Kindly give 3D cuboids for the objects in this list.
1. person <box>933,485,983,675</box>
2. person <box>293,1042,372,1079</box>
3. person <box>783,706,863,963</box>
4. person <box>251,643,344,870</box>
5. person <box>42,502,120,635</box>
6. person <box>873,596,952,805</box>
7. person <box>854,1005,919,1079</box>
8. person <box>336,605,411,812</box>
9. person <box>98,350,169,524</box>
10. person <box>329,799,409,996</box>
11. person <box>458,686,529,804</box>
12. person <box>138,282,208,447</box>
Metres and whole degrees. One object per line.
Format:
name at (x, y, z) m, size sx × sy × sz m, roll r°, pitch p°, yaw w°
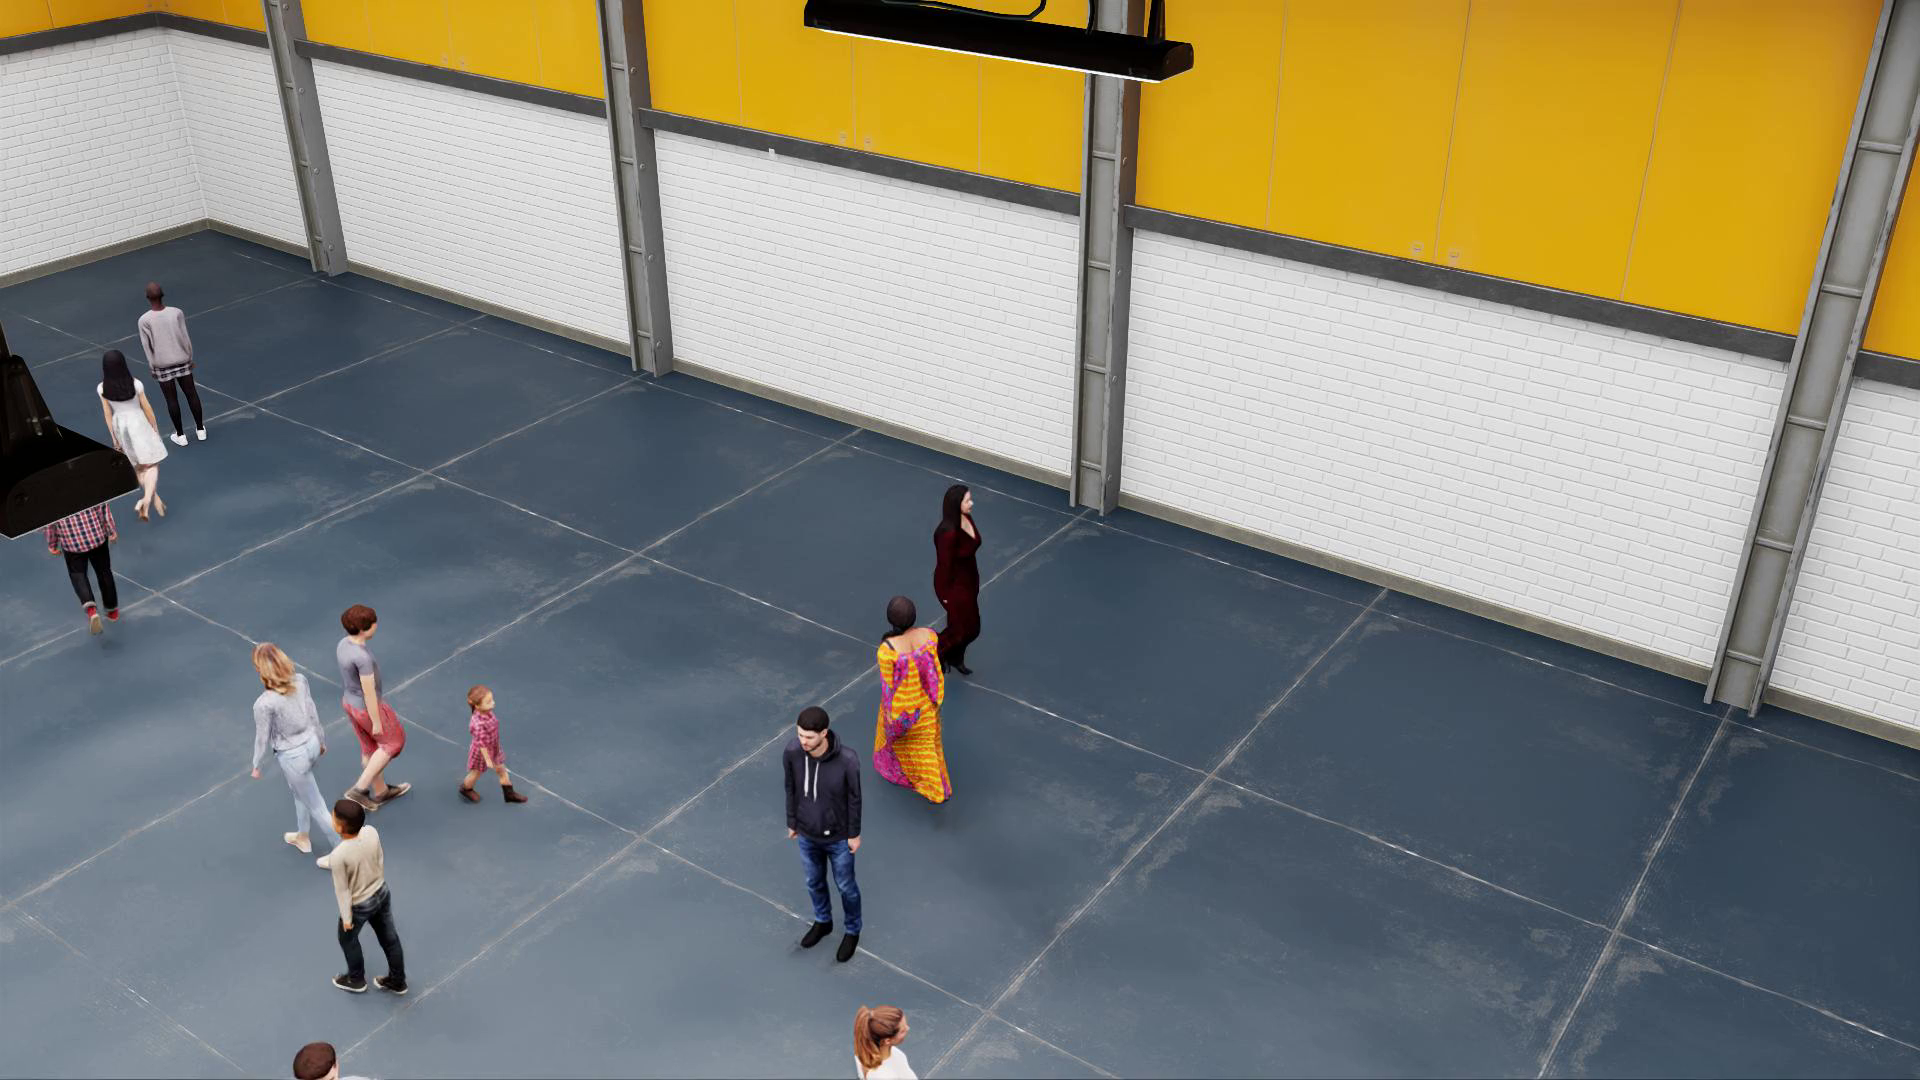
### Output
person at (-0.110, 0.344, 13.342) m, size 0.791 × 1.746 × 0.775 m, roll 9°, pitch 30°, yaw 15°
person at (-2.985, 3.122, 8.103) m, size 0.929 × 1.887 × 1.036 m, roll -13°, pitch 31°, yaw -22°
person at (-0.833, 1.808, 10.515) m, size 0.611 × 1.885 × 0.788 m, roll 11°, pitch 30°, yaw 19°
person at (-4.379, 1.496, 11.209) m, size 0.927 × 1.768 × 0.743 m, roll 8°, pitch 30°, yaw 14°
person at (-7.386, -0.013, 13.997) m, size 0.896 × 1.745 × 1.003 m, roll -15°, pitch 32°, yaw -25°
person at (-0.334, 1.164, 11.948) m, size 1.025 × 1.643 × 1.235 m, roll -12°, pitch 31°, yaw -21°
person at (-0.381, 3.022, 8.461) m, size 0.750 × 1.719 × 0.638 m, roll -11°, pitch 31°, yaw -20°
person at (-4.296, 1.233, 11.829) m, size 0.712 × 1.634 × 0.730 m, roll -23°, pitch 36°, yaw -35°
person at (-7.770, -0.910, 15.637) m, size 0.984 × 1.751 × 1.068 m, roll -7°, pitch 29°, yaw -12°
person at (-3.593, 2.231, 10.190) m, size 0.732 × 1.453 × 0.633 m, roll 14°, pitch 32°, yaw 24°
person at (-3.469, 1.488, 12.009) m, size 0.791 × 1.015 × 0.619 m, roll 4°, pitch 29°, yaw 8°
person at (-8.211, -1.844, 17.327) m, size 0.667 × 1.772 × 0.626 m, roll -22°, pitch 35°, yaw -34°
